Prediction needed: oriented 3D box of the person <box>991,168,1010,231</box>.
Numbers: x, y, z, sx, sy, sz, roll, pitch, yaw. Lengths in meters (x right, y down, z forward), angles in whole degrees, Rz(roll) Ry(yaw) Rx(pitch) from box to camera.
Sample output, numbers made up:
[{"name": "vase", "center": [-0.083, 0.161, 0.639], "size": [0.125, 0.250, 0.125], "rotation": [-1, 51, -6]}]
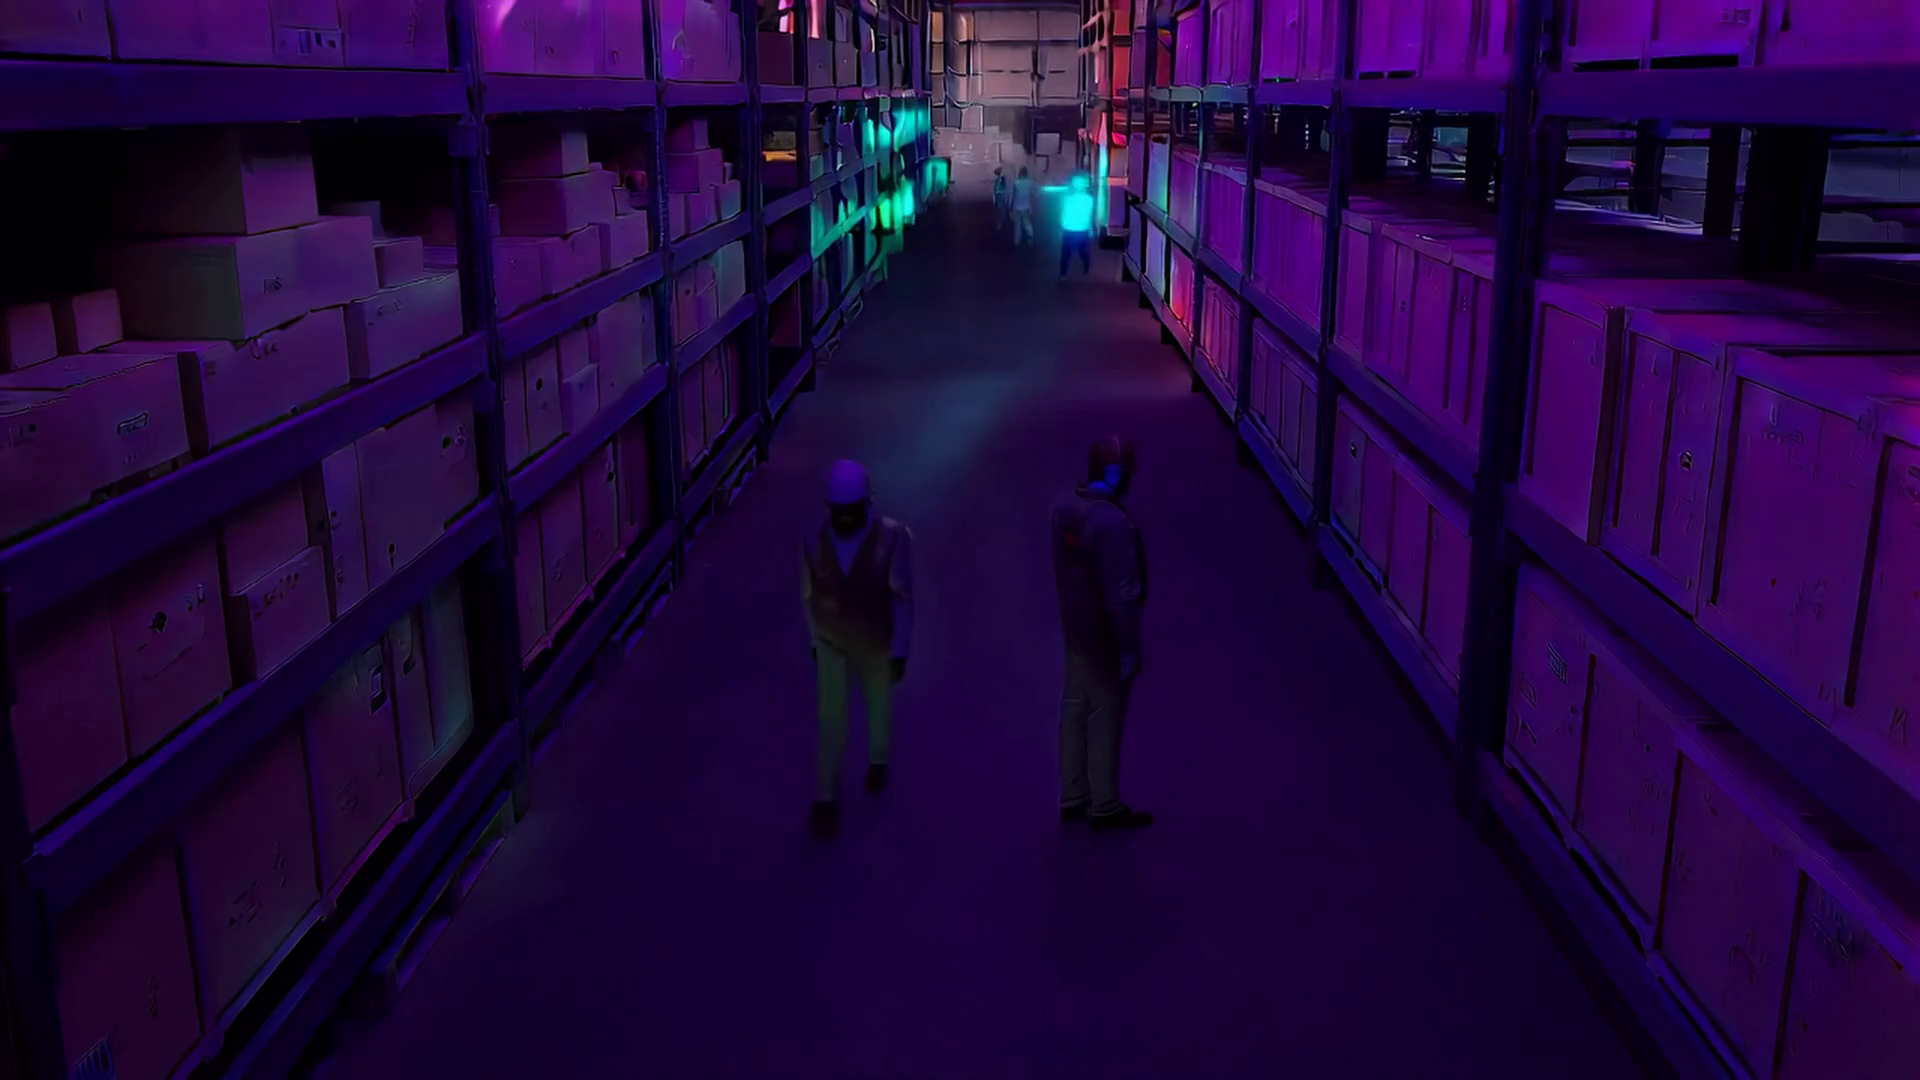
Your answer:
[{"name": "person", "center": [1.063, -8.856, 43.166], "size": [0.524, 1.610, 0.801], "rotation": [5, 16, 19]}]

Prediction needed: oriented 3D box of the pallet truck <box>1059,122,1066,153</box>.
[{"name": "pallet truck", "center": [5.788, -21.111, 88.014], "size": [1.885, 1.965, 0.823], "rotation": [5, 16, 18]}]

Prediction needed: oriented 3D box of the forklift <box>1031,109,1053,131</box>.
[{"name": "forklift", "center": [3.409, -16.577, 69.470], "size": [1.129, 2.768, 1.873], "rotation": [0, 15, 2]}]

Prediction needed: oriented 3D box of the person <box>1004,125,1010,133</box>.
[{"name": "person", "center": [2.395, -19.656, 82.795], "size": [0.977, 1.891, 0.649], "rotation": [-2, 15, -9]}]

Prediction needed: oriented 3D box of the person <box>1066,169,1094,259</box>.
[{"name": "person", "center": [2.535, -6.950, 35.528], "size": [0.641, 1.899, 0.397], "rotation": [7, 17, 24]}]

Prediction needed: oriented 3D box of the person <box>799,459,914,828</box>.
[{"name": "person", "center": [-0.508, 0.479, 8.099], "size": [0.604, 1.770, 0.965], "rotation": [2, 15, 9]}]

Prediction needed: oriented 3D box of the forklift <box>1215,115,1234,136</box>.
[{"name": "forklift", "center": [7.940, -11.450, 50.391], "size": [1.129, 2.768, 1.873], "rotation": [0, 15, 2]}]

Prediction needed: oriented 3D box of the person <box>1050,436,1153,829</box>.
[{"name": "person", "center": [0.700, 0.441, 8.012], "size": [0.404, 1.902, 0.636], "rotation": [-7, 16, -24]}]

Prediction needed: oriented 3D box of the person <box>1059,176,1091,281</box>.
[{"name": "person", "center": [2.216, -5.902, 31.507], "size": [0.642, 1.955, 0.740], "rotation": [6, 16, 21]}]

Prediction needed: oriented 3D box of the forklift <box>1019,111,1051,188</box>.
[{"name": "forklift", "center": [2.443, -14.546, 61.914], "size": [1.873, 2.768, 1.129], "rotation": [0, 15, 2]}]

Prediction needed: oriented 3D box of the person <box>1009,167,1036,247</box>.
[{"name": "person", "center": [1.438, -7.638, 38.216], "size": [0.632, 1.824, 0.648], "rotation": [-6, 16, -22]}]
